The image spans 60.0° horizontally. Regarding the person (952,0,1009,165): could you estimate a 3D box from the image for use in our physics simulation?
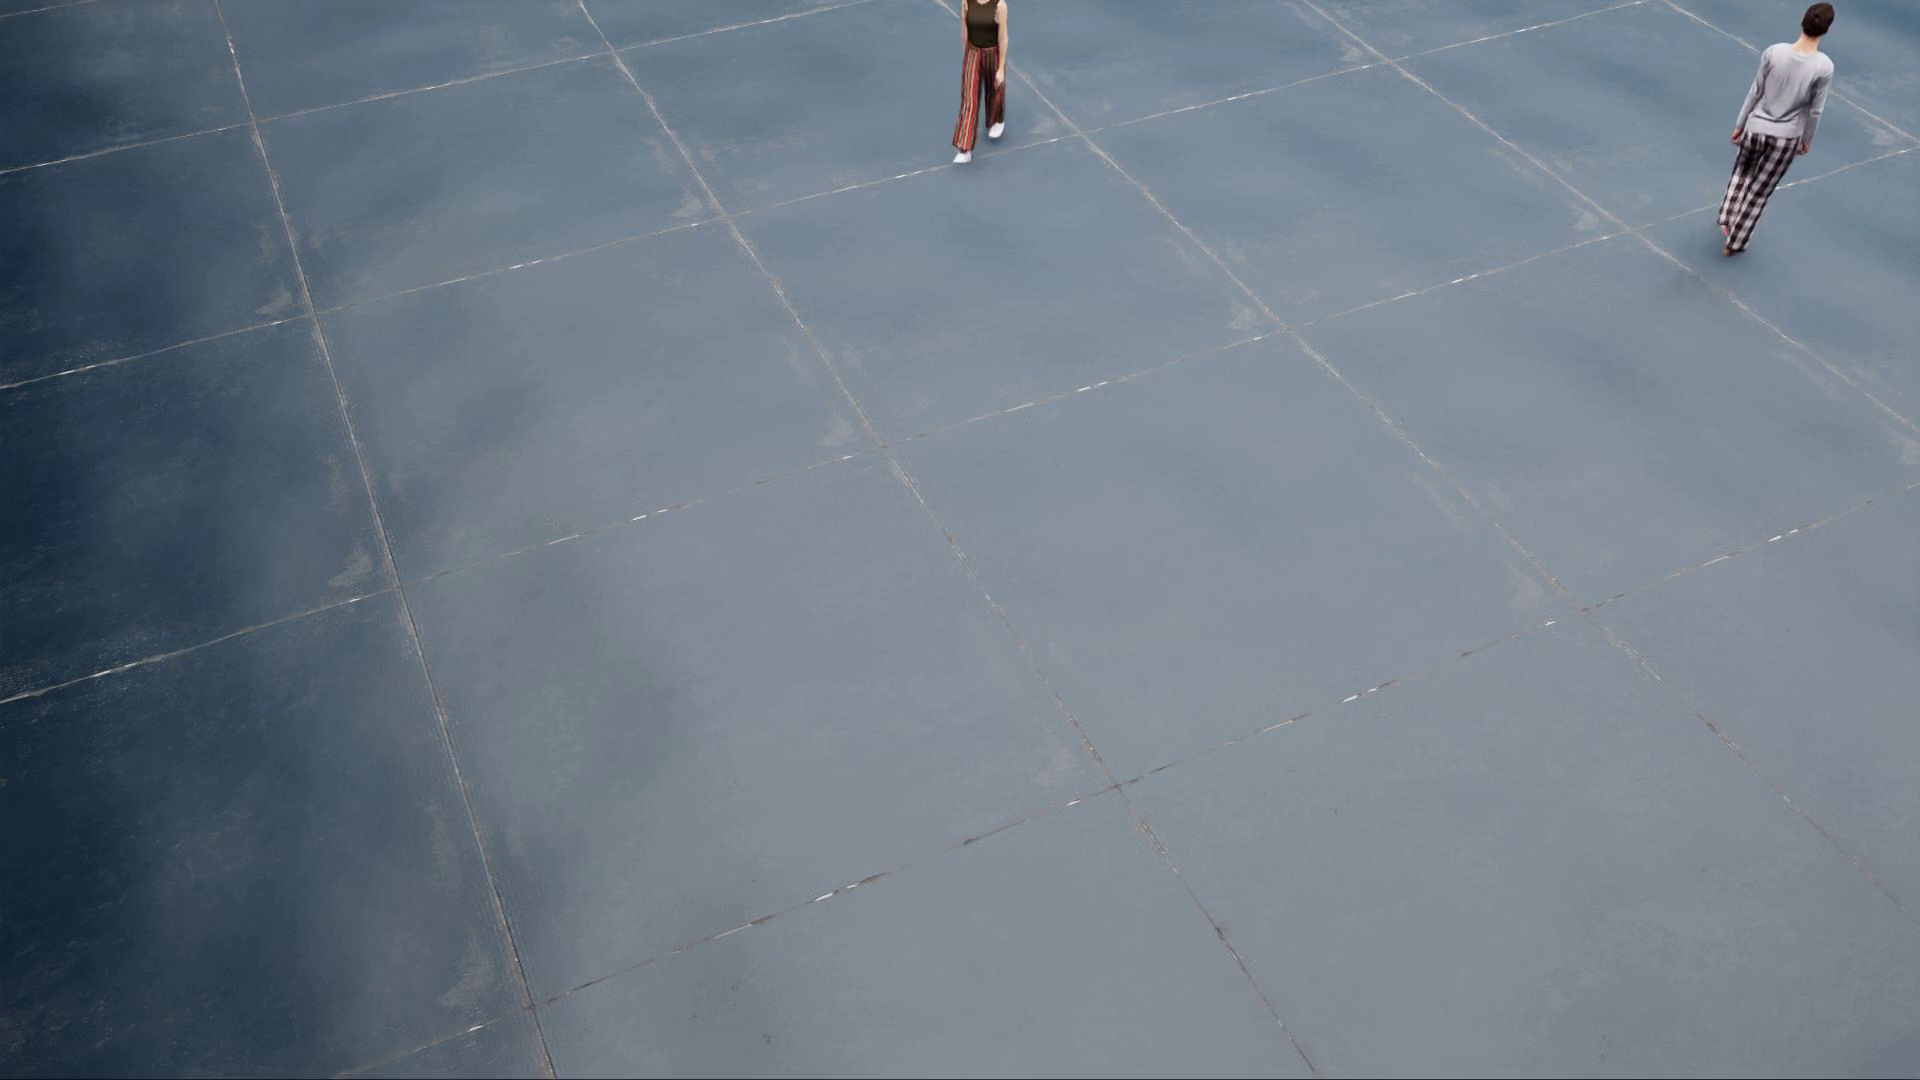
[{"bbox_3d":[0.227,-3.694,12.694,1.014,1.519,1.084,12,44,13],"label":"person"}]

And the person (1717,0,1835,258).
[{"bbox_3d":[5.558,-2.760,11.432,0.788,1.833,0.856,28,49,27],"label":"person"}]
